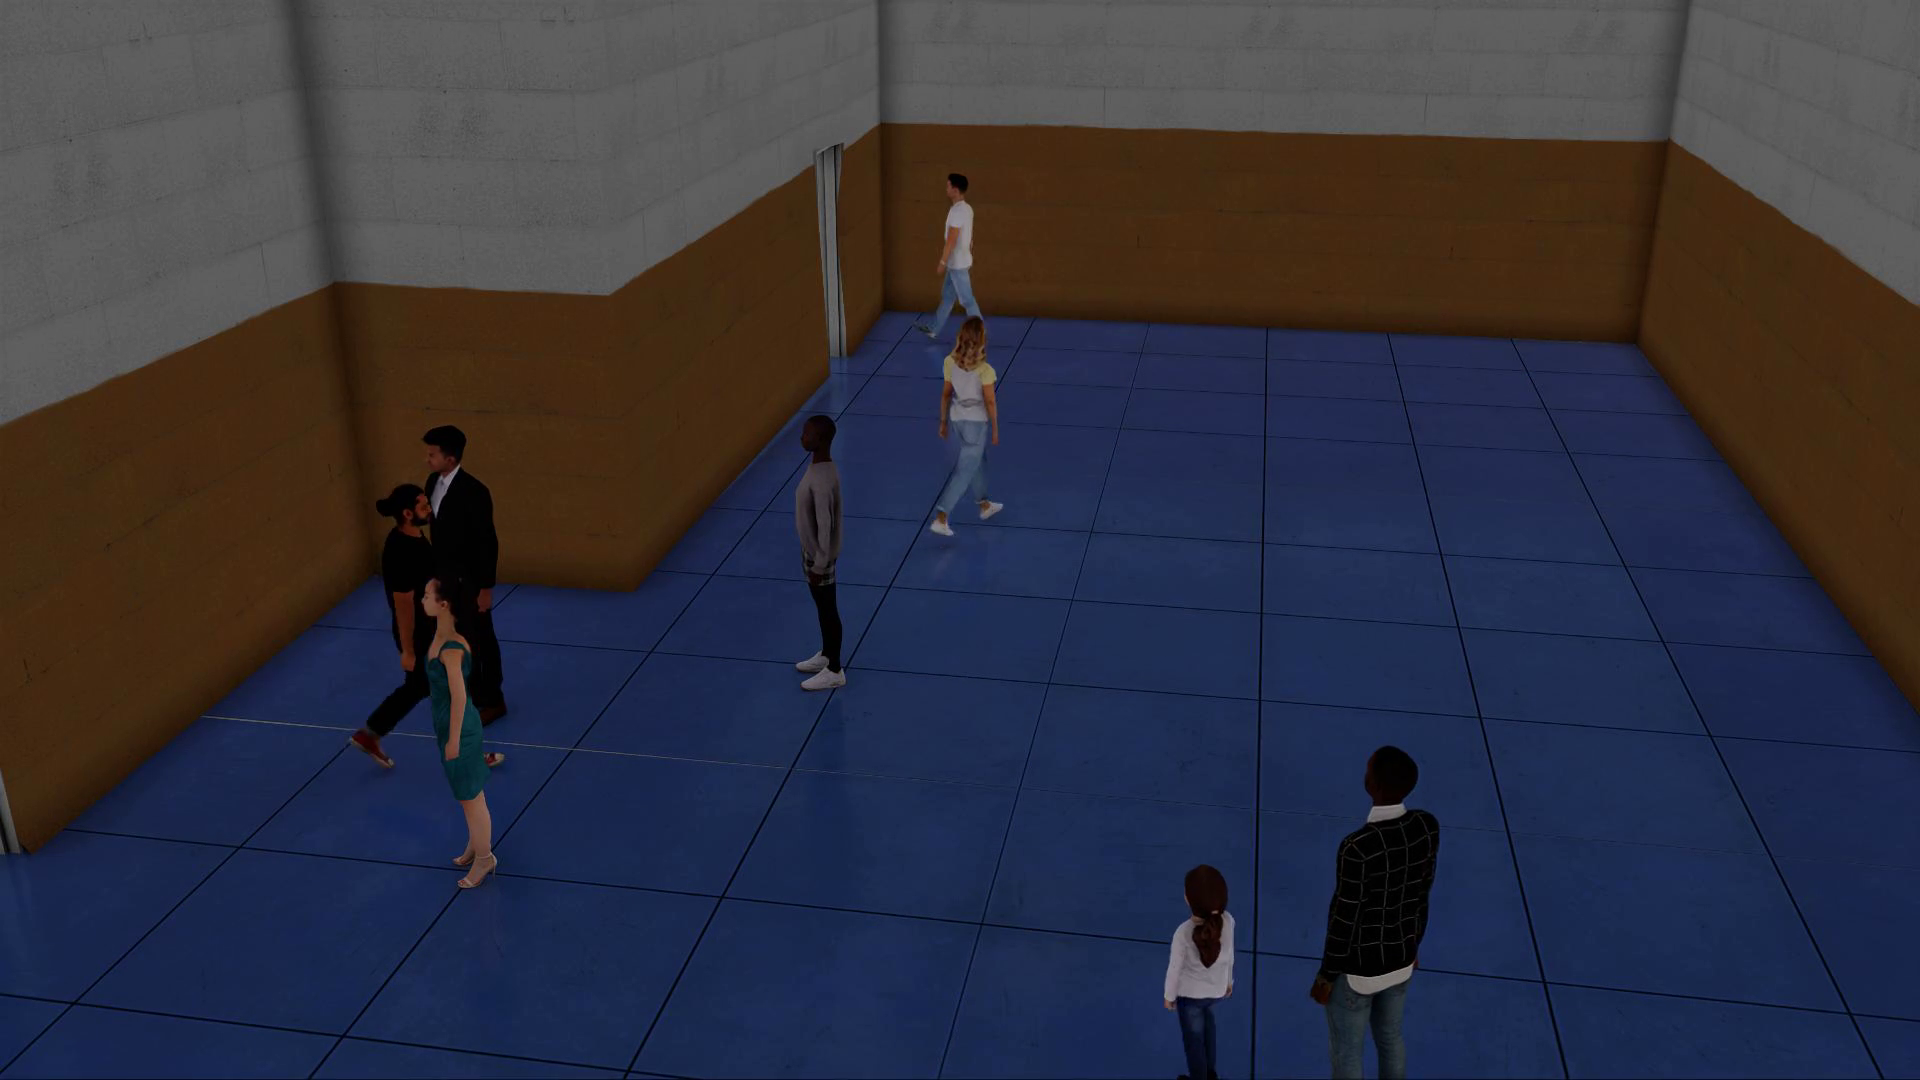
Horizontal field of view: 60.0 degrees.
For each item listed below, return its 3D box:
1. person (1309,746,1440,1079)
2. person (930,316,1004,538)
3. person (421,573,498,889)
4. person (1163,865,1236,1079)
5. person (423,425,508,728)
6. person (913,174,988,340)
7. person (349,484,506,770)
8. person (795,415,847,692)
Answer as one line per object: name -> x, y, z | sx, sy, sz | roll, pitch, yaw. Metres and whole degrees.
person -> 1.598, 1.622, 6.426 | 0.717, 1.820, 0.805 | -12, 25, -27
person -> 0.024, -0.816, 12.658 | 1.193, 1.683, 1.076 | 17, 27, 36
person -> -2.502, 0.944, 8.294 | 0.636, 1.687, 0.618 | -8, 23, -19
person -> 1.024, 1.849, 6.822 | 0.541, 1.105, 0.607 | -11, 24, -25
person -> -2.942, 0.196, 9.898 | 0.696, 1.878, 0.835 | 18, 28, 37
person -> 0.075, -2.956, 17.819 | 1.091, 1.822, 0.710 | 5, 22, 11
person -> -3.088, 0.530, 9.262 | 1.162, 1.734, 0.935 | -6, 23, -15
person -> -0.852, 0.067, 10.361 | 0.659, 1.772, 0.683 | -4, 22, -10
